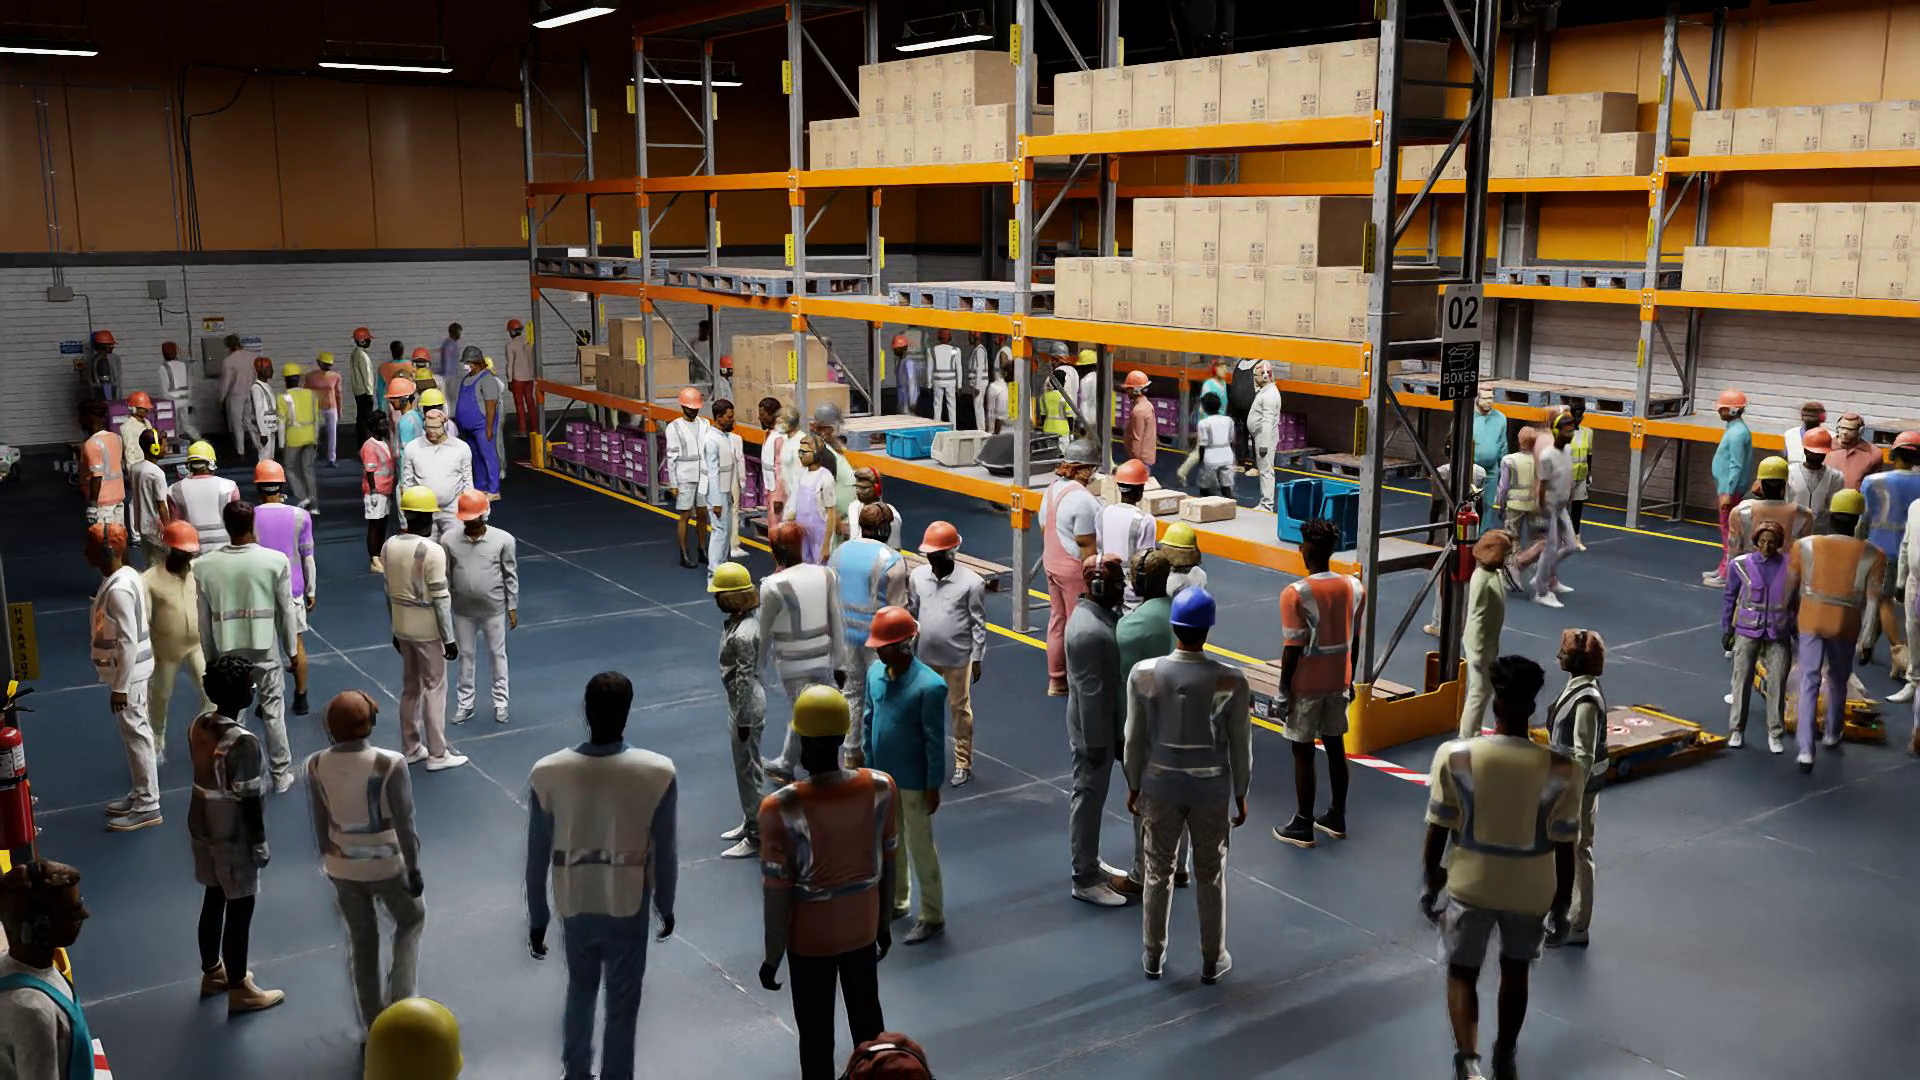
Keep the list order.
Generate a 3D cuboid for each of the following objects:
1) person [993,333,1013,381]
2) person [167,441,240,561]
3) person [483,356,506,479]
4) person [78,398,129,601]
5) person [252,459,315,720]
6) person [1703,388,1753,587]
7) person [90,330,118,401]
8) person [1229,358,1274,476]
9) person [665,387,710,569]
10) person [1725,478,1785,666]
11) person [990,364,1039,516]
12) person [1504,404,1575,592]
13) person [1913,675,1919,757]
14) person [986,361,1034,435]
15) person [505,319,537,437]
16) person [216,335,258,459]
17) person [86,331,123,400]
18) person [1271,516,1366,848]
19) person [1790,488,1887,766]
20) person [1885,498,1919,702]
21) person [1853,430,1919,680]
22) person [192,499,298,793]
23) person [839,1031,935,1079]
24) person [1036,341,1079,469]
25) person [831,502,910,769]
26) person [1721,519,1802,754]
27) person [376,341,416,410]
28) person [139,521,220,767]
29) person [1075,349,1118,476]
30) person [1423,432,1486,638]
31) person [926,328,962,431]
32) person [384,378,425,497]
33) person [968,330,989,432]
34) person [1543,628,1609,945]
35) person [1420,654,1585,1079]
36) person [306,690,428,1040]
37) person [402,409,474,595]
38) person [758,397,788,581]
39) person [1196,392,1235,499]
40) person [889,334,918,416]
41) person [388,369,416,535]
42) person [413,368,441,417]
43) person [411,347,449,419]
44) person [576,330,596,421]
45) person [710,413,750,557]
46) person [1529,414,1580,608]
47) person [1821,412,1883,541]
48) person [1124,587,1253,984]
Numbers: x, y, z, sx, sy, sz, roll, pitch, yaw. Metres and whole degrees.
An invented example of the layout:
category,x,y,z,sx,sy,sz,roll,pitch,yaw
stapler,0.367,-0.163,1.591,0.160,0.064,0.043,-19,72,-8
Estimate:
category,x,y,z,sx,sy,sz,roll,pitch,yaw
person,0.738,-2.567,27.524,0.386,1.838,0.566,0,11,1
person,-6.320,0.078,14.015,0.588,1.822,0.403,-3,12,-17
person,-6.648,-1.725,23.457,0.487,1.744,0.311,5,12,22
person,-8.284,-0.397,16.074,0.367,1.967,0.604,-1,11,-6
person,-5.052,0.366,12.291,0.548,1.924,0.387,-8,13,-34
person,7.683,-0.522,16.644,0.402,1.990,0.622,5,12,24
person,-12.457,-2.041,24.317,0.406,2.035,0.609,-8,14,-35
person,4.101,-1.936,23.758,0.538,2.000,0.684,-8,13,-34
person,-2.814,-0.652,17.507,0.390,1.922,0.549,11,15,44
person,6.631,0.222,13.792,0.282,1.625,0.496,-6,13,-28
person,0.748,-1.232,20.478,0.990,1.910,0.630,9,14,37
person,5.708,-0.388,16.232,0.626,1.886,0.642,1,11,5
person,5.493,0.994,9.025,0.630,1.936,0.430,1,11,3
person,0.651,-1.425,21.761,0.665,1.823,0.462,-5,12,-24
person,-7.396,-2.713,27.920,0.434,1.977,0.603,7,13,32
person,-10.981,-2.186,25.423,0.448,1.905,0.746,5,12,23
person,-13.152,-2.240,25.590,0.433,1.936,0.607,5,12,23
person,2.097,0.830,9.796,0.614,1.963,0.362,-6,13,-30
person,5.908,0.581,11.313,0.611,1.877,0.989,7,13,30
person,7.304,0.346,12.463,0.398,1.899,0.654,-4,12,-20
person,7.558,0.115,13.426,0.657,1.984,1.022,1,11,5
person,-4.543,0.696,10.629,0.589,1.912,0.390,-2,11,-12
person,-0.181,2.028,3.879,0.576,1.881,0.352,-7,13,-32
person,1.281,-1.635,22.219,0.536,2.000,0.676,5,12,25
person,-0.567,0.657,11.039,0.629,1.837,0.430,10,15,40
person,5.564,0.657,11.541,0.526,1.630,0.324,4,12,21
person,-8.217,-1.969,24.340,0.594,1.878,0.936,-6,13,-29
person,-5.163,0.714,11.091,0.943,1.688,0.605,10,15,41
person,1.800,-1.686,22.885,0.749,1.881,0.612,9,14,40
person,4.335,-0.050,14.609,0.508,1.847,0.345,-2,11,-12
person,-0.255,-2.530,27.202,0.584,1.882,0.339,1,11,4
person,-5.725,-0.667,17.291,0.407,2.036,0.606,-1,11,-6
person,0.290,-2.544,27.297,0.359,1.879,0.586,-1,11,-3
person,3.135,1.249,8.488,0.311,1.640,0.514,3,12,16
person,2.199,1.435,6.786,0.610,1.951,0.830,3,12,17
person,-2.625,1.461,7.448,0.561,1.613,0.370,2,11,12
person,-4.907,-0.285,15.675,0.638,1.902,0.406,-3,11,-15
person,-1.817,-0.481,16.669,0.390,1.905,0.598,-3,11,-14
person,2.937,-0.903,19.447,0.544,1.644,0.884,-5,12,-23
person,-0.758,-2.158,25.205,0.620,1.915,0.571,-4,12,-18
person,-6.429,-1.019,19.327,0.372,1.940,0.632,-3,11,-15
person,-6.912,-1.366,21.635,0.321,1.738,0.487,3,11,15
person,-7.032,-1.533,21.848,0.620,1.986,0.409,-4,12,-18
person,-6.057,-2.491,27.082,0.328,1.861,0.507,-3,12,-16
person,-2.560,-0.619,18.111,0.570,1.631,0.321,3,11,13
person,5.657,-0.274,15.730,0.560,1.852,0.392,-10,15,-42
person,8.188,-0.245,15.464,0.639,1.904,0.402,4,12,20
person,1.097,1.184,8.028,0.616,1.946,0.392,3,11,13
